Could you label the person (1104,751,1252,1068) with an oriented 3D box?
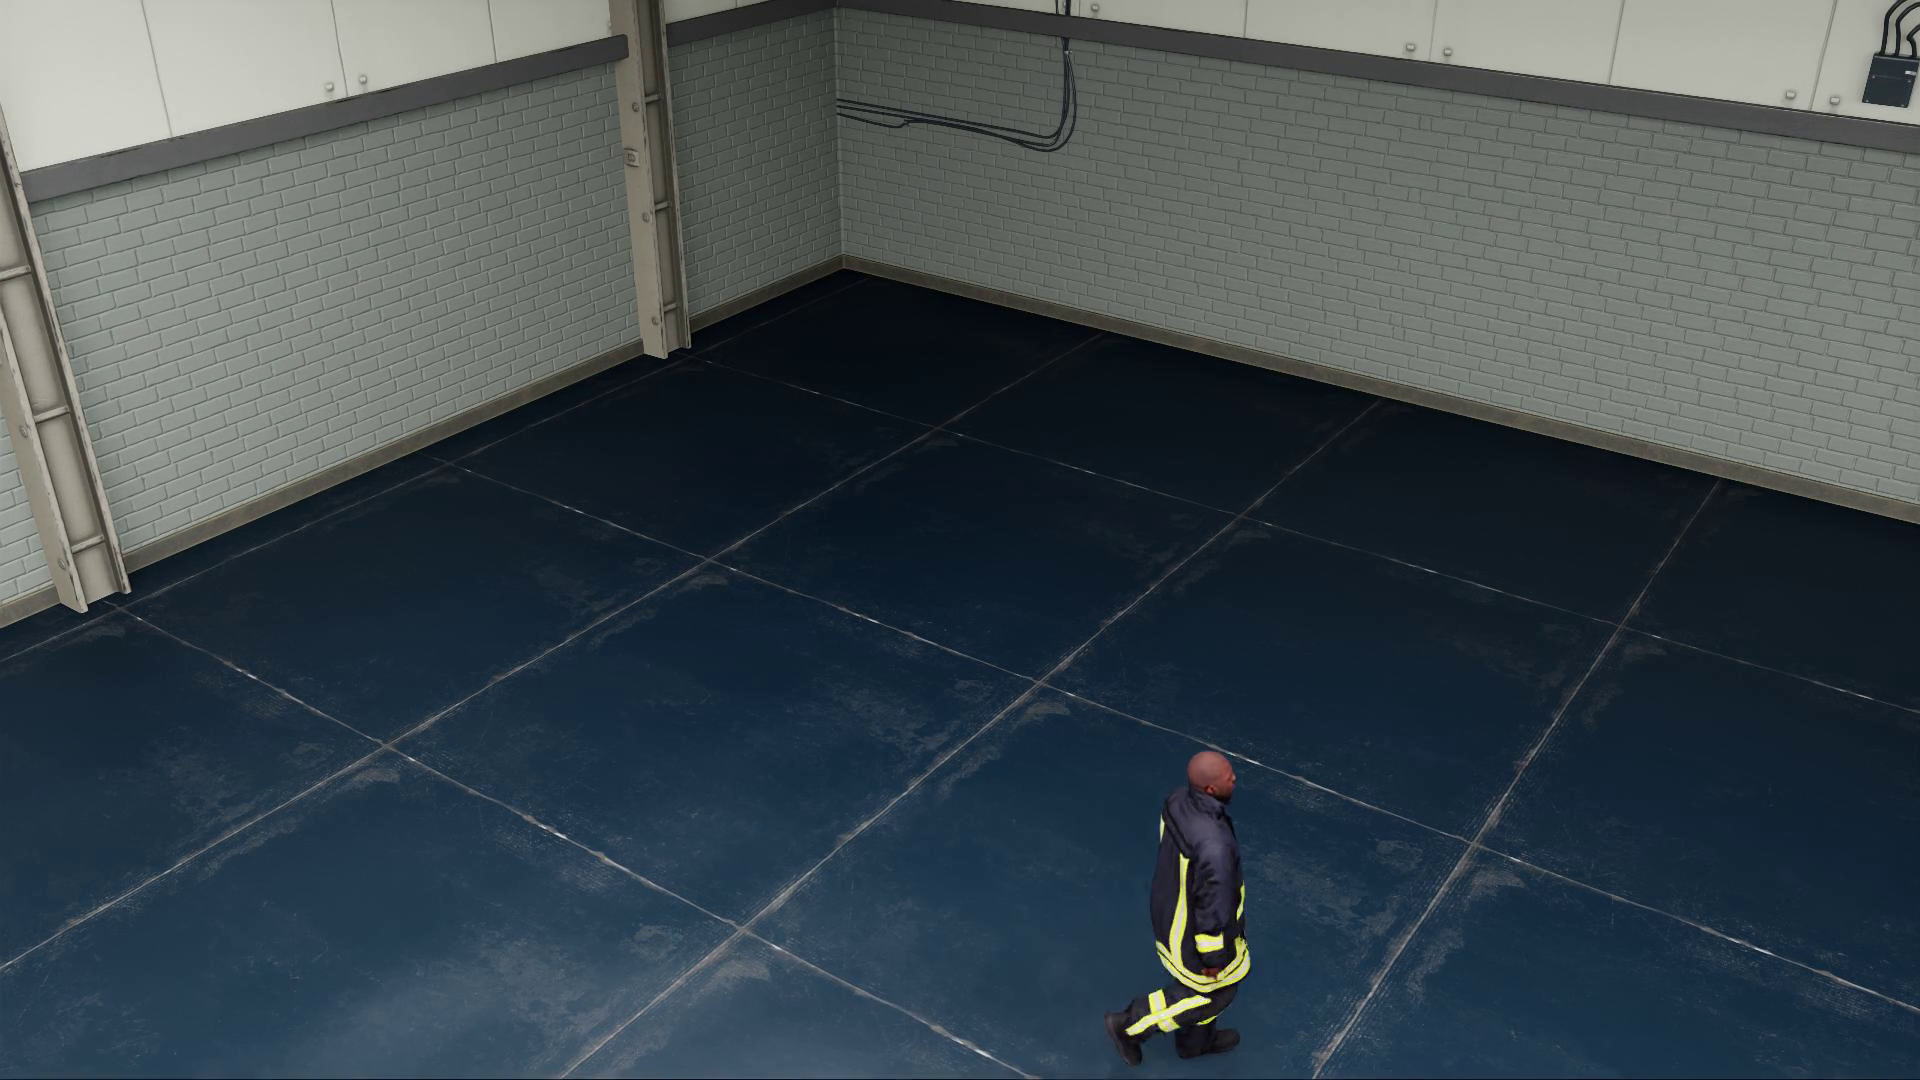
[{"bbox_3d":[1.040,1.762,7.764,1.126,1.811,1.063,-5,29,-10],"label":"person"}]
